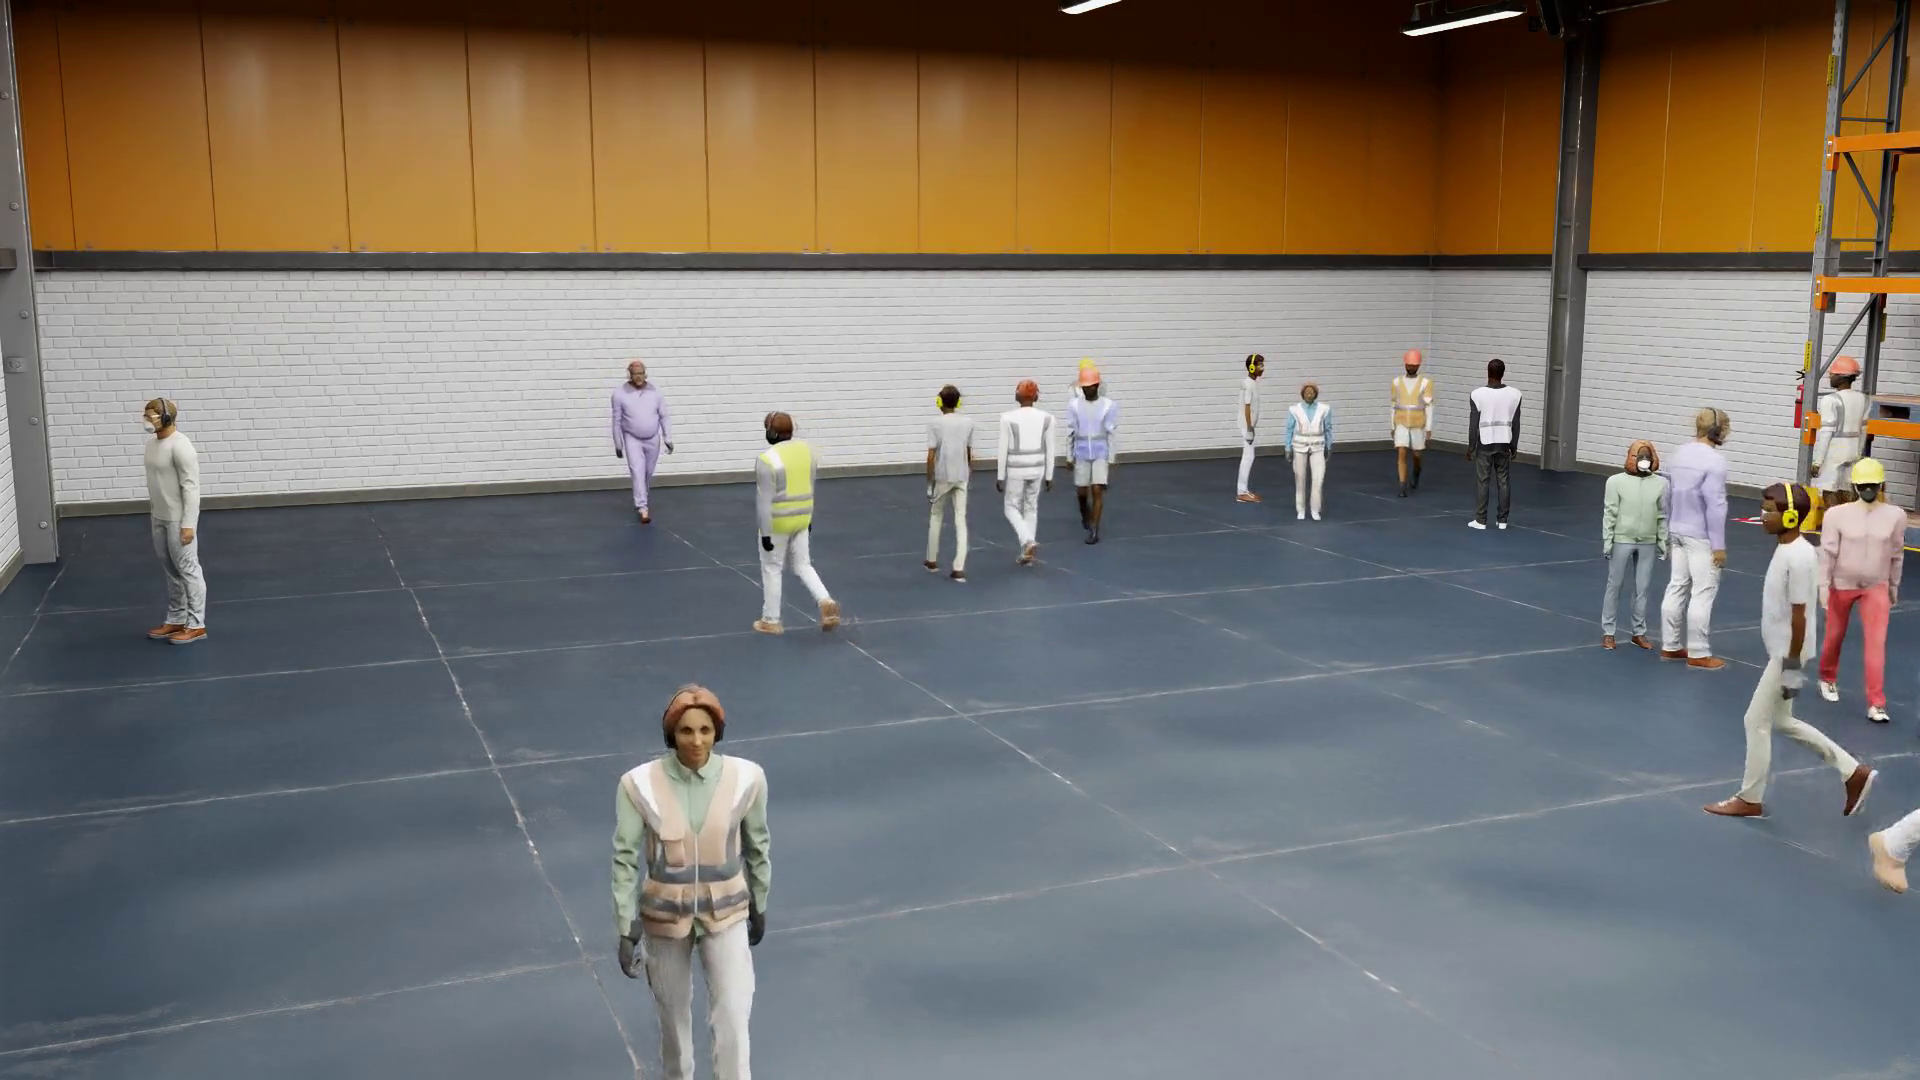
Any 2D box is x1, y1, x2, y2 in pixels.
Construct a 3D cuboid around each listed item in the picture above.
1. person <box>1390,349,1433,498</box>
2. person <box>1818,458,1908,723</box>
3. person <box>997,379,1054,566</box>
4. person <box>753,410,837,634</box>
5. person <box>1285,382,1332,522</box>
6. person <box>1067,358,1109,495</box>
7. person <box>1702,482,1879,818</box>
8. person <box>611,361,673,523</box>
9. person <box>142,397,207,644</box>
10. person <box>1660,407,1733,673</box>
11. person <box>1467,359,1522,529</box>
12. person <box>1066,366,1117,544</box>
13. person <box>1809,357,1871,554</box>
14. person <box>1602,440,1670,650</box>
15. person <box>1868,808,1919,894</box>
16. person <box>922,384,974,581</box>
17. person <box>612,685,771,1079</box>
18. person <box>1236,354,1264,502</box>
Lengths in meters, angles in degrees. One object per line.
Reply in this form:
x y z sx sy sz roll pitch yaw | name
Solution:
5.835 -1.525 21.505 0.545 1.913 0.788 4 10 21 | person
5.951 0.302 11.003 0.527 1.712 0.942 3 10 15 | person
0.656 -0.643 16.263 0.594 1.866 0.549 -3 10 -18 | person
-1.350 -0.122 13.245 0.737 1.822 0.631 9 13 43 | person
4.030 -1.009 19.230 0.552 1.613 0.665 1 9 7 | person
1.653 -1.462 21.466 0.617 1.790 0.484 -3 10 -20 | person
4.426 0.610 8.765 0.755 1.843 0.504 4 10 23 | person
-3.737 -1.171 19.491 0.645 1.868 0.975 -5 11 -27 | person
-6.191 -0.154 13.086 0.629 1.940 0.379 8 12 40 | person
5.448 -0.008 12.245 0.420 1.930 0.652 -1 9 -3 | person
5.998 -1.072 18.709 0.593 1.920 0.391 -1 9 -4 | person
1.425 -0.927 17.894 0.548 1.912 0.658 2 10 14 | person
8.974 -0.844 17.030 0.624 2.039 0.486 -4 10 -22 | person
5.212 0.037 12.844 0.499 1.634 0.280 0 9 1 | person
4.567 0.821 7.545 0.664 1.816 0.545 -6 11 -31 | person
-0.131 -0.560 15.861 0.500 1.827 0.902 -3 10 -16 | person
-0.864 1.279 5.438 0.524 1.597 0.856 -2 10 -12 | person
3.650 -1.409 20.940 0.324 1.862 0.528 2 10 11 | person
